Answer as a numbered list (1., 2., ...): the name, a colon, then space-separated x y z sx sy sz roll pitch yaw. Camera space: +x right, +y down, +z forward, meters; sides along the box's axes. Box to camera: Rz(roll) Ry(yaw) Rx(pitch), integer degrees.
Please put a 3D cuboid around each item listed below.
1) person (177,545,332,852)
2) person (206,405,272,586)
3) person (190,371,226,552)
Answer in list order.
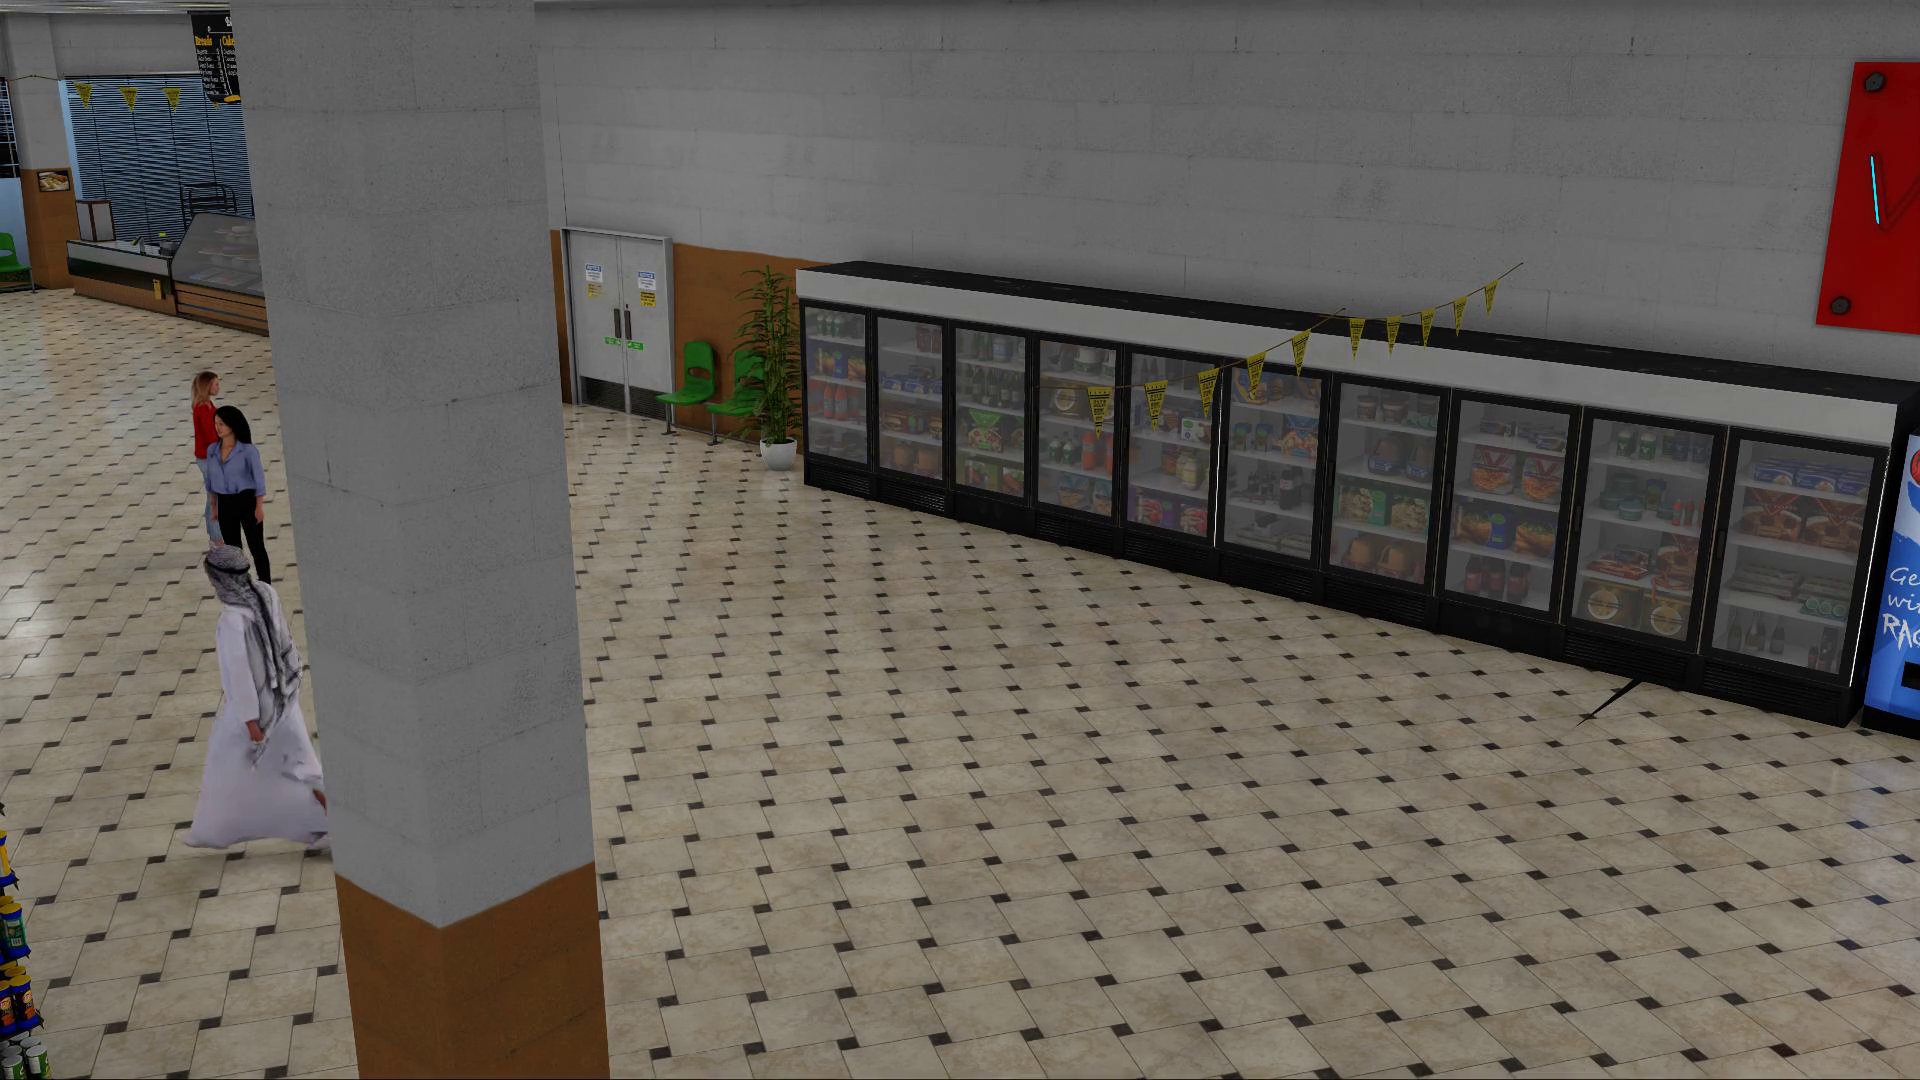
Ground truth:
1. person: -3.891 0.965 9.478 1.186 1.863 1.307 2 17 6
2. person: -5.924 -0.249 13.691 0.733 1.738 0.740 2 17 6
3. person: -6.876 -0.712 15.272 0.616 1.705 0.673 -10 20 -30
